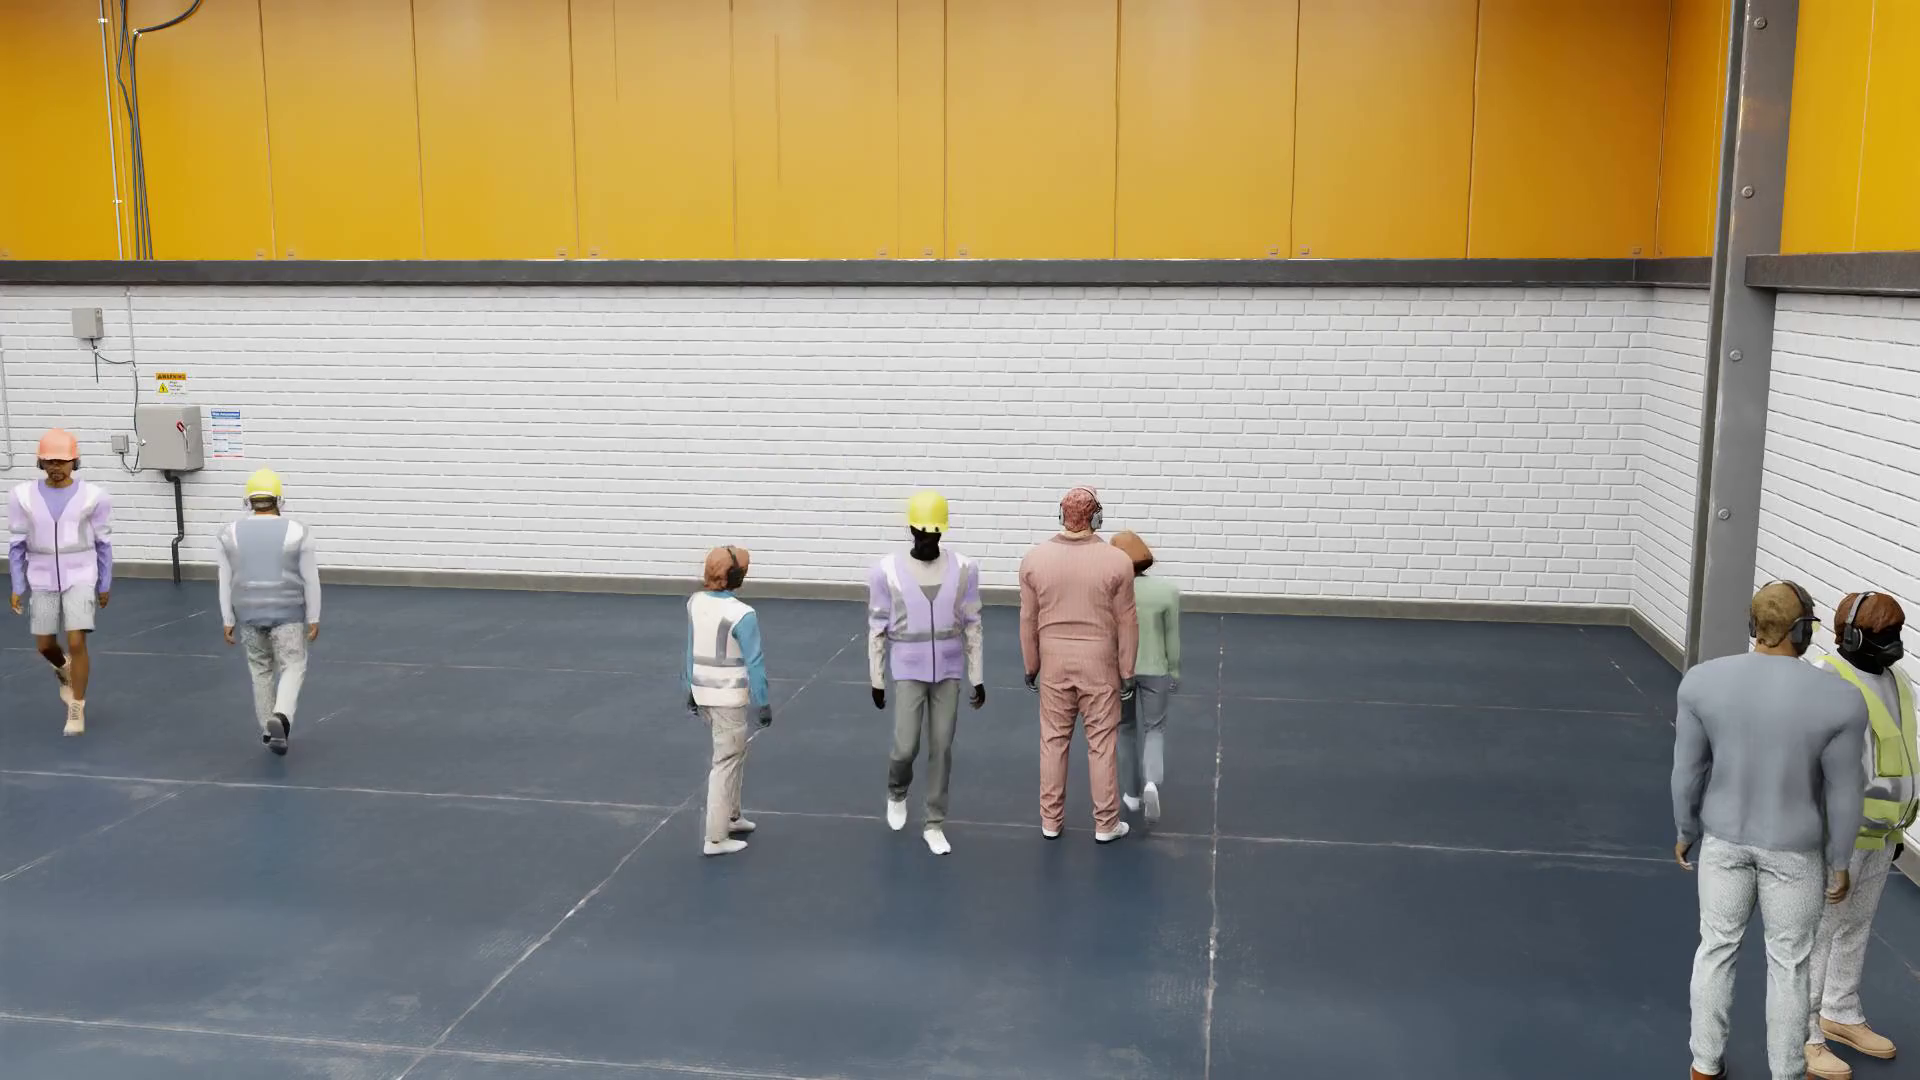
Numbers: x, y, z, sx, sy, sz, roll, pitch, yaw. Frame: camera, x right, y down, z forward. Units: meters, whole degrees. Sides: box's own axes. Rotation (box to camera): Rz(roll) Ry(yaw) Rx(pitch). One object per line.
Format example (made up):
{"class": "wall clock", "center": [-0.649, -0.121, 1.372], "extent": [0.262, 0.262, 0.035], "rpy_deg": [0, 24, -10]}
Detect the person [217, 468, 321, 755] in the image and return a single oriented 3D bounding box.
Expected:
{"class": "person", "center": [-4.310, 0.462, 10.375], "extent": [0.600, 1.814, 0.673], "rpy_deg": [-1, 9, -9]}

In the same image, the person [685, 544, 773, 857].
{"class": "person", "center": [-1.163, 0.825, 8.692], "extent": [0.568, 1.619, 0.538], "rpy_deg": [-9, 13, -43]}

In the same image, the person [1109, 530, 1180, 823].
{"class": "person", "center": [0.970, 0.756, 9.148], "extent": [0.520, 1.605, 0.650], "rpy_deg": [1, 9, 5]}

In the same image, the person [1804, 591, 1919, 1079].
{"class": "person", "center": [3.393, 1.100, 6.325], "extent": [0.625, 1.844, 0.429], "rpy_deg": [-6, 11, -32]}

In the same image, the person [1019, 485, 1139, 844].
{"class": "person", "center": [0.641, 0.661, 8.830], "extent": [0.638, 1.910, 0.407], "rpy_deg": [3, 10, 18]}

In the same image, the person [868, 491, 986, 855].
{"class": "person", "center": [-0.177, 0.680, 8.716], "extent": [0.593, 1.906, 0.481], "rpy_deg": [-3, 10, -15]}

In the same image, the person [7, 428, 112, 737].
{"class": "person", "center": [-5.946, 0.250, 11.052], "extent": [0.633, 2.019, 0.781], "rpy_deg": [-3, 10, -19]}

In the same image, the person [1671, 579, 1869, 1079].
{"class": "person", "center": [2.901, 1.102, 6.023], "extent": [0.630, 1.936, 0.369], "rpy_deg": [7, 12, 37]}
